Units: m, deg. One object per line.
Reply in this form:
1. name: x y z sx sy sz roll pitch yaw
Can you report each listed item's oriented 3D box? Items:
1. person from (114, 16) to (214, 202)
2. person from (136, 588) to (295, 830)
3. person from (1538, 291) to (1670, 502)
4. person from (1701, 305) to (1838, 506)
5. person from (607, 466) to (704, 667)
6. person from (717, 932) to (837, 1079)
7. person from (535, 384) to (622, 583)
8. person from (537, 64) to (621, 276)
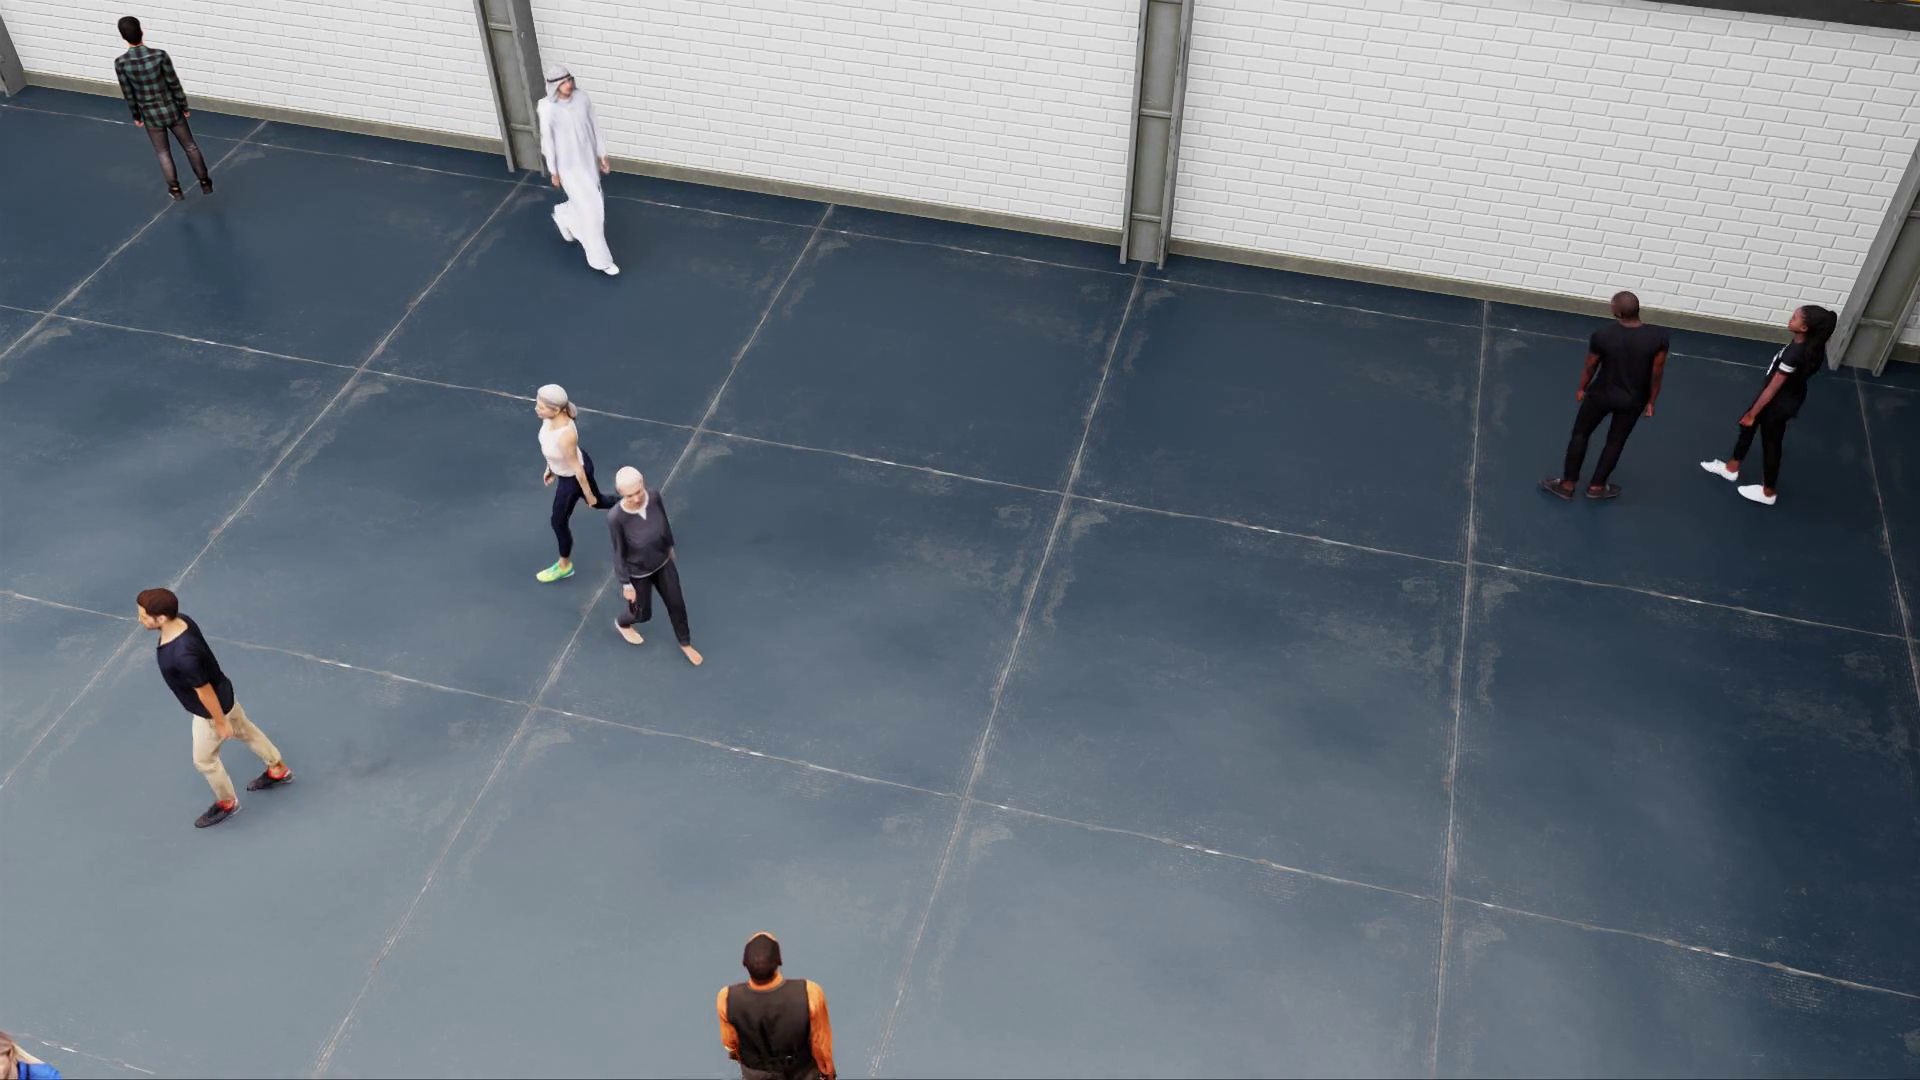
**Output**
1. person: -7.157 -3.866 14.891 0.712 1.709 0.770 -18 47 -18
2. person: -4.415 0.945 10.006 1.005 1.832 0.940 -20 47 -20
3. person: 4.802 -0.998 12.075 0.552 1.790 0.862 27 50 25
4. person: 6.036 -0.958 12.087 0.946 1.716 0.832 27 50 25
5. person: -2.120 0.136 10.946 1.009 1.706 0.892 31 52 28
6. person: -0.887 2.633 8.186 0.759 1.897 0.874 -2 44 -2
7. person: -2.583 -0.446 11.586 1.238 1.664 1.054 -14 45 -14
8. person: -3.363 -3.259 14.371 1.237 1.897 0.957 28 50 26
